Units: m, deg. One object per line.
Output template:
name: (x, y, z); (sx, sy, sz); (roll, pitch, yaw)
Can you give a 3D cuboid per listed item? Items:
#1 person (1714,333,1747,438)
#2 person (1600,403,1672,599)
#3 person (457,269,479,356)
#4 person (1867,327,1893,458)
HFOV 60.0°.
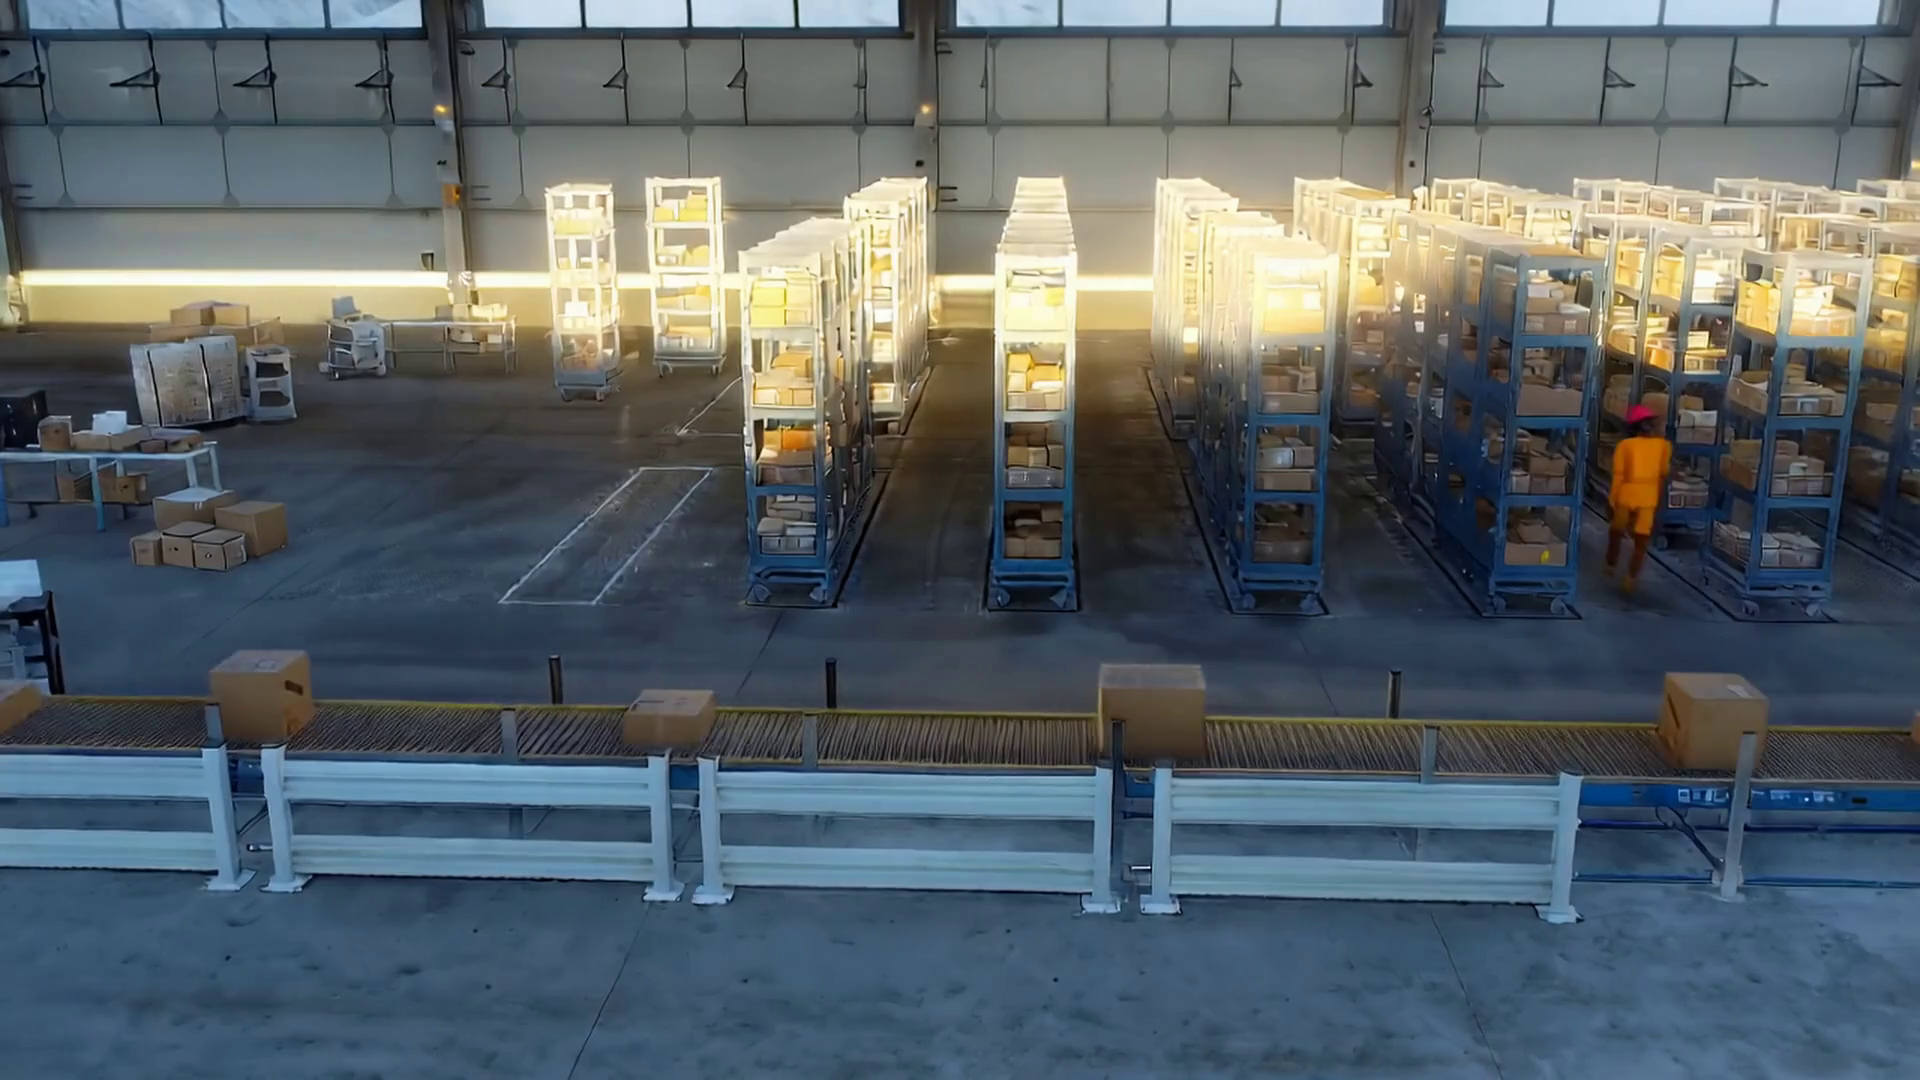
person: (11.132, -2.171, 24.170); (0.866, 1.814, 0.572); (3, 15, 12)
person: (7.058, -0.444, 17.420); (0.606, 1.978, 1.012); (2, 15, 7)
person: (-9.794, -4.493, 32.917); (0.463, 1.736, 0.577); (-3, 15, -11)
person: (12.697, -2.013, 23.245); (0.392, 1.988, 0.608); (-5, 16, -17)
